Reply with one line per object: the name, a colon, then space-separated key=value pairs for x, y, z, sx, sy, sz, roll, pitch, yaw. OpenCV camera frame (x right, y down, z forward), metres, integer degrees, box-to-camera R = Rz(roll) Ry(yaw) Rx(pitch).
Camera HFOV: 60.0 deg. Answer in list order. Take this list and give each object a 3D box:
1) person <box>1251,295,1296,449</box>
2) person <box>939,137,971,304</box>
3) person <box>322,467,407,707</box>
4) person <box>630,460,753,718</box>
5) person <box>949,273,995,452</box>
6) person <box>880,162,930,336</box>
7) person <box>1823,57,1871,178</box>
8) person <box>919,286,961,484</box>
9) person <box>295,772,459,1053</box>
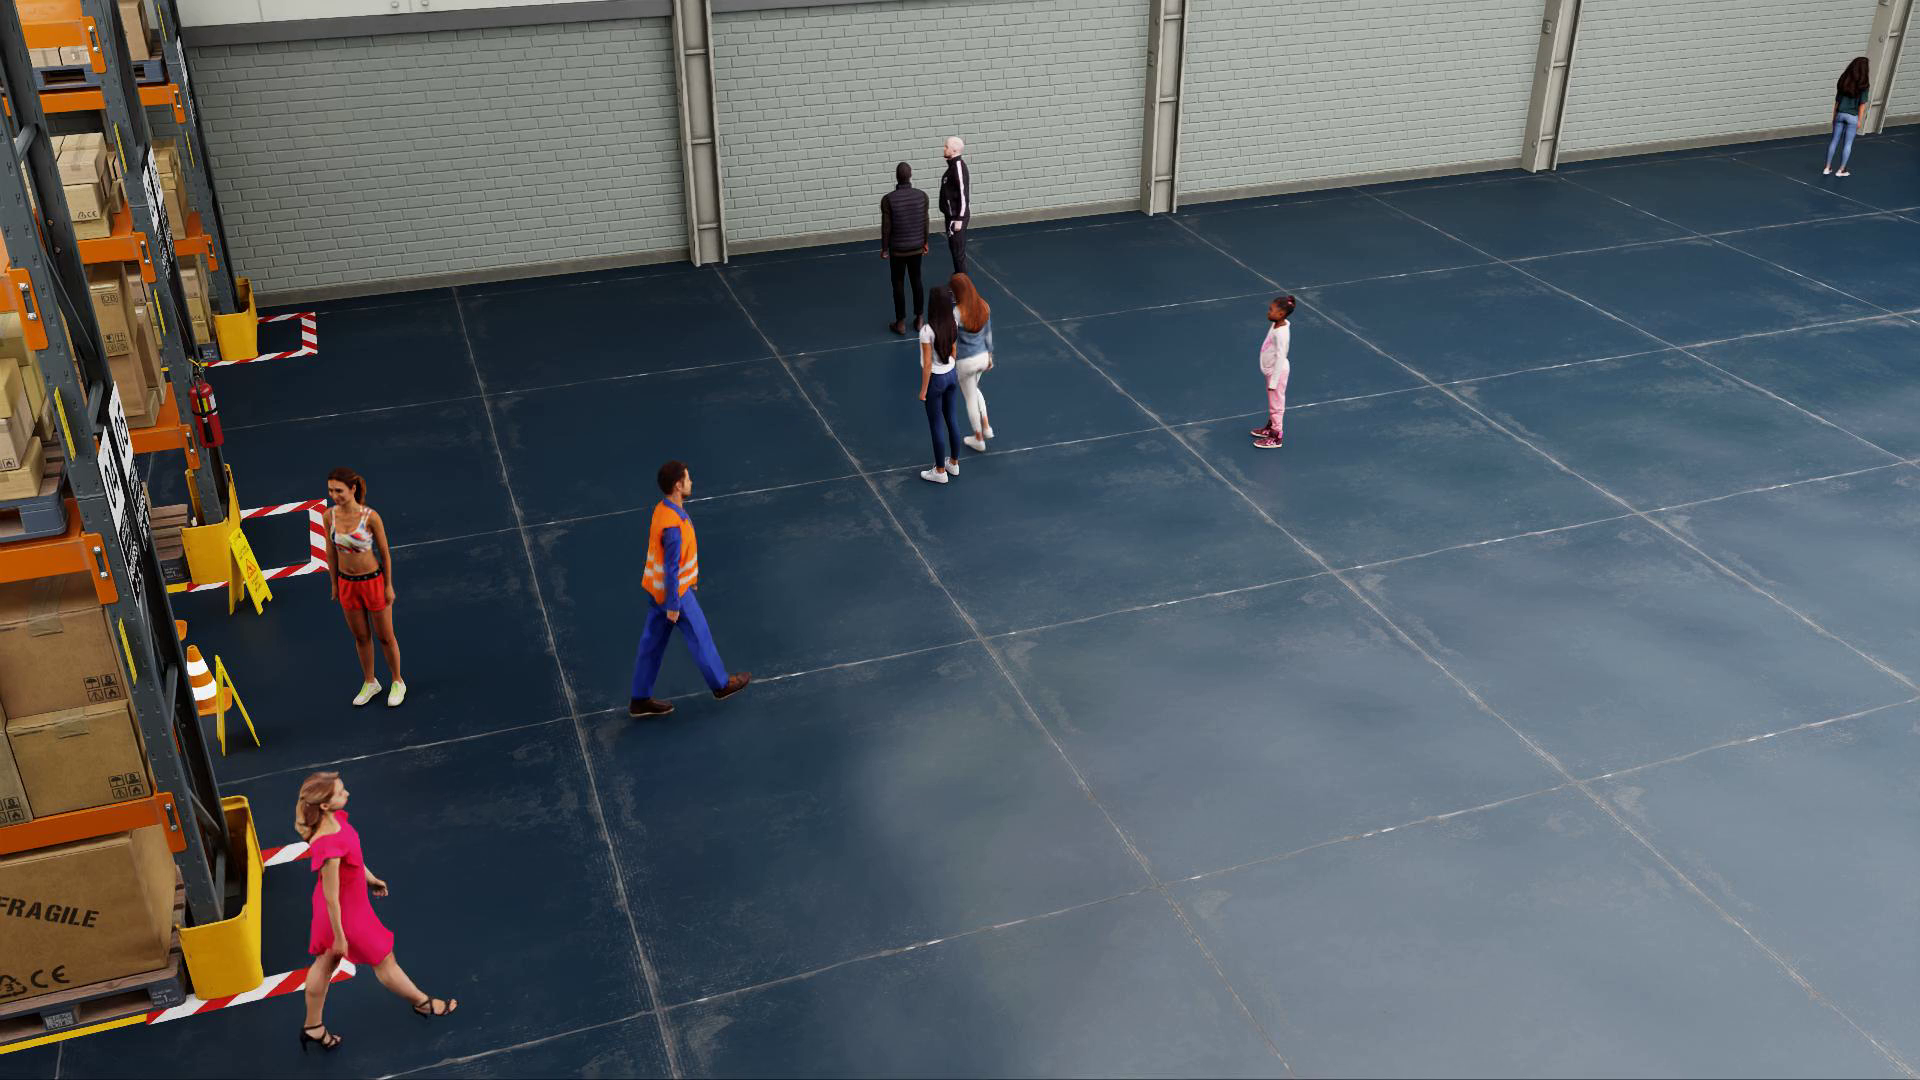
person: x=2.882 y=-1.549 z=15.135 sx=0.618 sy=1.442 sz=0.609 roll=3 pitch=28 yaw=5
person: x=-0.035 y=-3.576 z=18.522 sx=0.645 sy=1.836 sz=0.729 roll=-4 pitch=28 yaw=-7
person: x=-4.034 y=0.313 z=11.269 sx=0.602 sy=1.790 sz=0.720 roll=2 pitch=28 yaw=4
person: x=-1.995 y=0.392 z=11.099 sx=1.086 sy=1.808 sz=0.711 roll=-7 pitch=29 yaw=-12
person: x=0.149 y=-1.553 z=14.892 sx=0.633 sy=1.676 sz=0.769 roll=-20 pitch=34 yaw=-32
person: x=-0.579 y=-3.098 z=17.625 sx=0.480 sy=1.835 sz=0.745 roll=-10 pitch=30 yaw=-19
person: x=12.314 y=-5.879 z=23.080 sx=0.699 sy=1.616 sz=0.681 roll=-22 pitch=35 yaw=-35
person: x=-0.164 y=-1.353 z=14.412 sx=0.728 sy=1.774 sz=0.612 roll=22 pitch=35 yaw=35
person: x=-3.206 y=1.905 z=8.385 sx=1.020 sy=1.689 sz=0.630 roll=-12 pitch=30 yaw=-21
